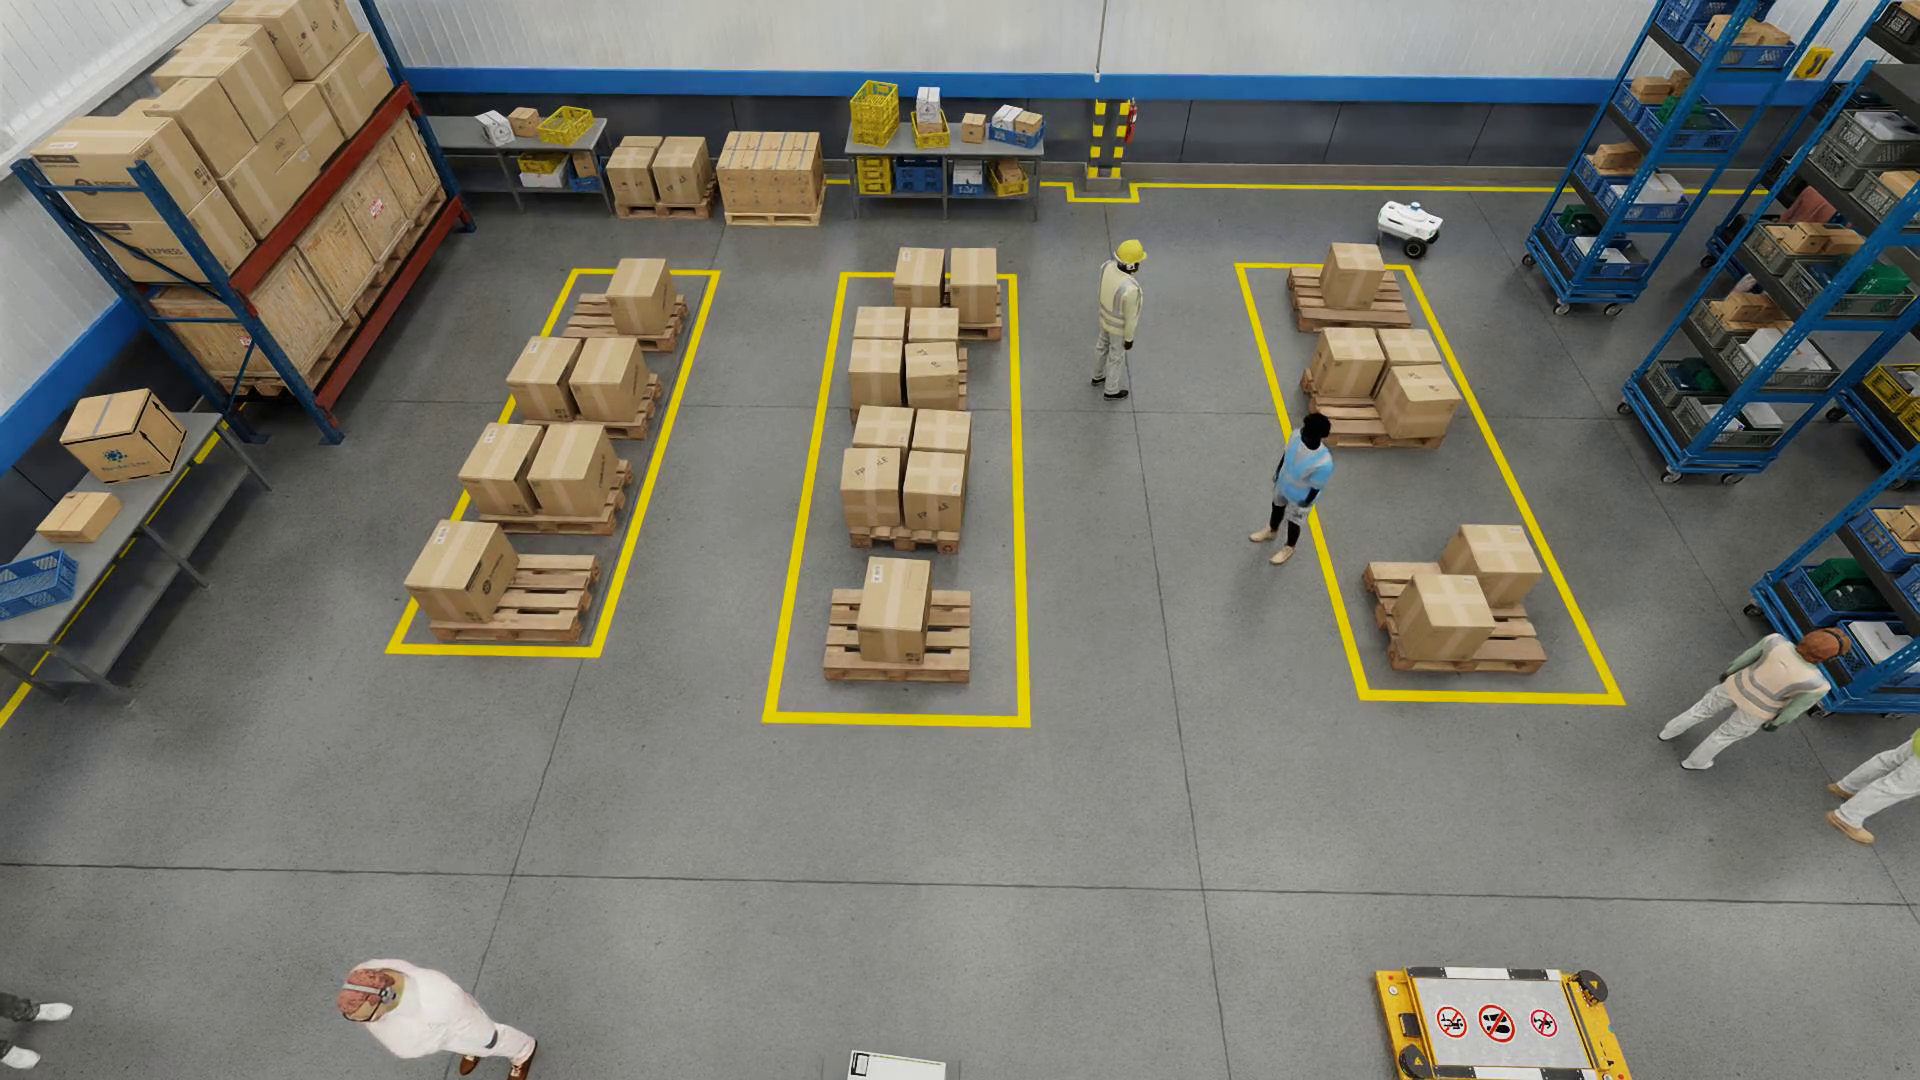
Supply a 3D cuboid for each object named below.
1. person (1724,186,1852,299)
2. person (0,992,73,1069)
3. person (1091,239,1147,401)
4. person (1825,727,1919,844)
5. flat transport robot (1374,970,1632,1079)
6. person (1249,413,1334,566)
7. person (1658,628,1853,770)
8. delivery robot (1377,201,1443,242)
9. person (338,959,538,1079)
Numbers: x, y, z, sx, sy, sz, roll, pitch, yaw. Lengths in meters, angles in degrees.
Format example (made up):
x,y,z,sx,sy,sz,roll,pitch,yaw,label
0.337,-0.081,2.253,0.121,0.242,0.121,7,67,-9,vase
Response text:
x,y,z,sx,sy,sz,roll,pitch,yaw,label
9.076,-3.162,9.952,0.410,1.979,0.628,-17,53,-14,person
-6.090,2.668,5.247,0.405,1.906,0.604,2,51,1,person
1.606,-2.218,9.275,0.404,1.831,0.600,-18,53,-14,person
6.745,1.471,6.263,0.430,1.845,0.624,32,58,24,person
3.501,3.133,5.914,1.431,0.197,0.652,1,51,1,flat transport robot
2.896,-0.445,7.924,0.321,1.688,0.535,-18,53,-14,person
5.743,1.153,6.657,0.317,1.632,0.518,-11,52,-9,person
5.622,-3.989,11.479,0.707,0.478,0.477,33,58,24,delivery robot
-2.945,2.752,5.187,0.648,1.900,0.400,12,52,10,person
